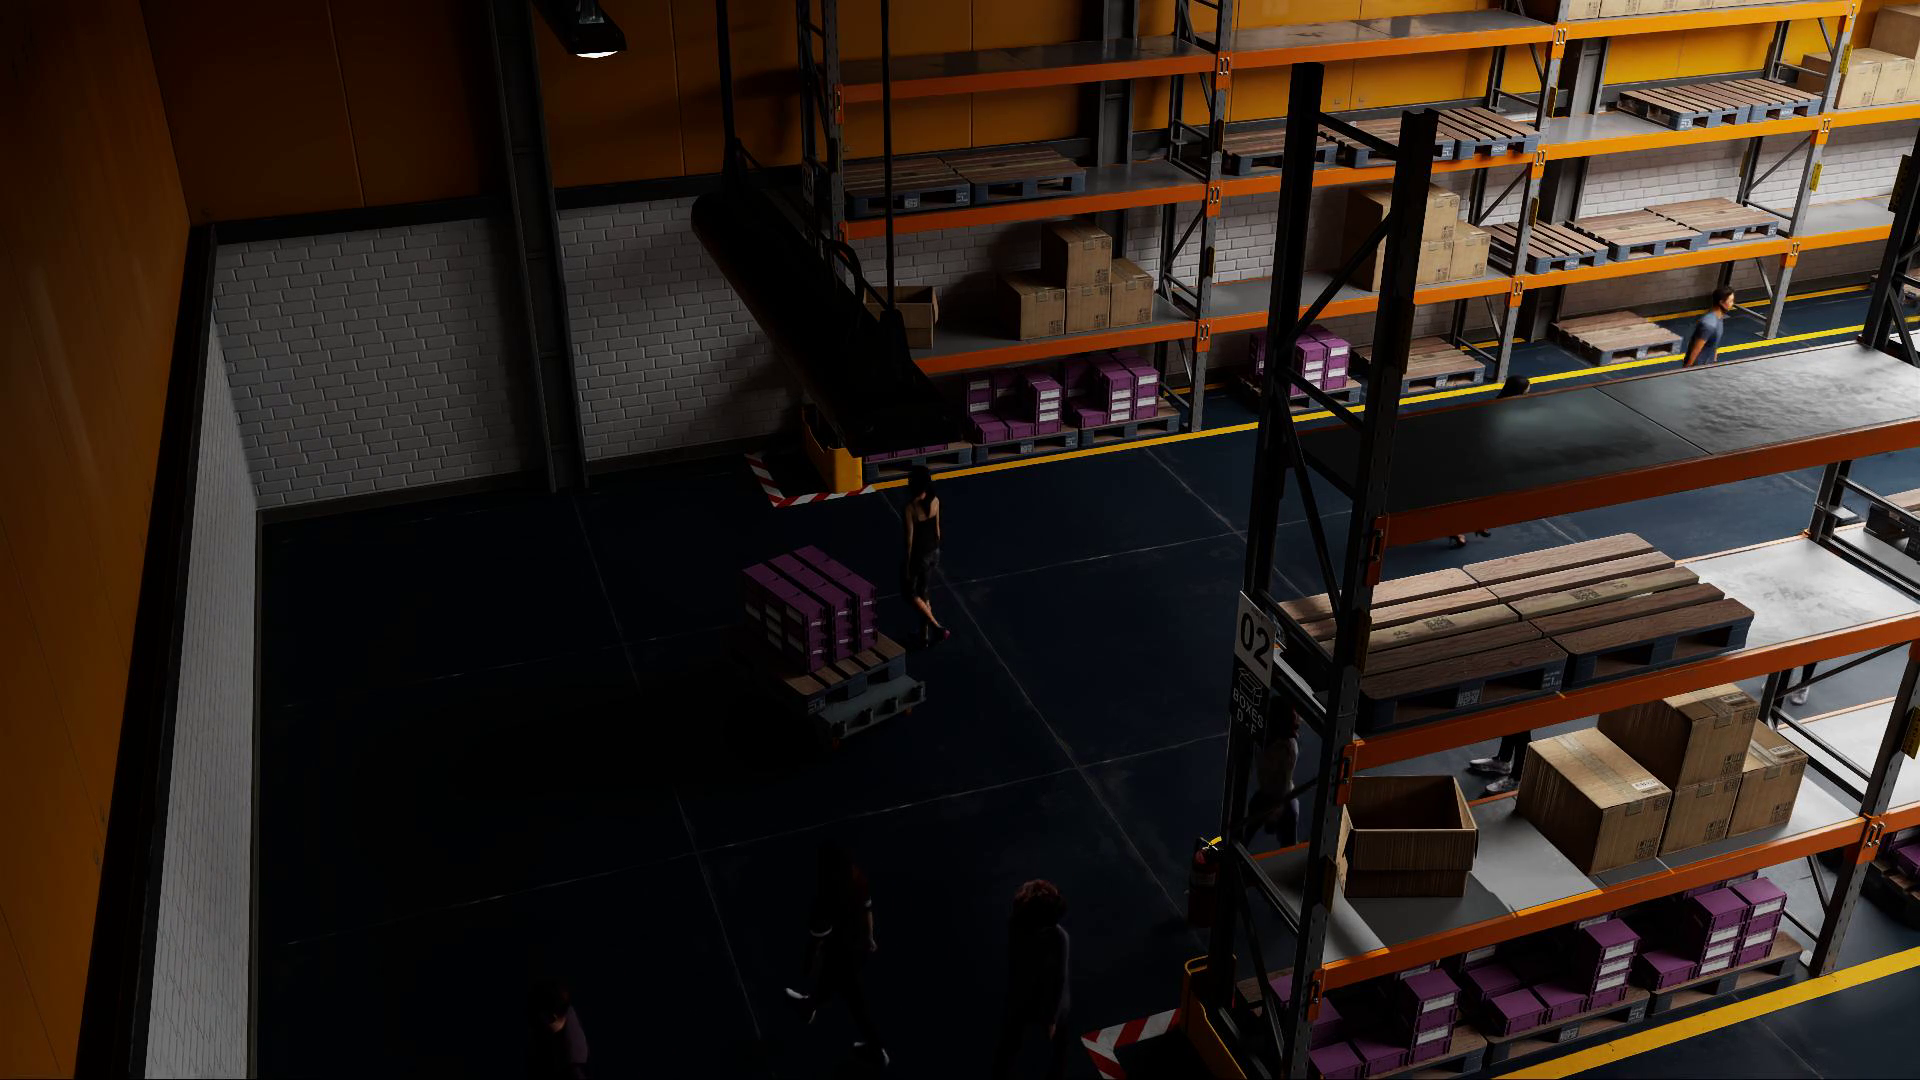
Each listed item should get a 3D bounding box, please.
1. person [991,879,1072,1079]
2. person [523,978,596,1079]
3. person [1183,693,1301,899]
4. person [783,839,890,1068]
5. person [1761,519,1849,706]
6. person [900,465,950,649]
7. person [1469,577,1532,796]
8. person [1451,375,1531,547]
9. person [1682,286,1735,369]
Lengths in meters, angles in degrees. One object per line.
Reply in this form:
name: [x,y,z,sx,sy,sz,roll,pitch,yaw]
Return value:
person: [0.501,2.599,9.630,1.005,1.676,1.079,14,32,24]
person: [-2.041,3.013,8.697,0.619,1.843,0.750,-14,31,-23]
person: [2.183,1.774,11.079,1.187,1.737,0.694,-6,29,-12]
person: [-0.629,2.505,9.880,1.048,1.601,1.075,19,34,30]
person: [6.857,0.479,13.462,0.717,1.728,0.731,24,37,36]
person: [-0.272,0.200,13.990,0.810,1.713,0.800,25,38,38]
person: [4.170,1.002,12.293,0.695,1.931,0.742,-2,29,-4]
person: [4.933,-0.711,15.616,0.782,1.754,0.670,-7,29,-12]
person: [7.728,-1.850,17.707,1.239,1.752,1.225,15,32,26]
